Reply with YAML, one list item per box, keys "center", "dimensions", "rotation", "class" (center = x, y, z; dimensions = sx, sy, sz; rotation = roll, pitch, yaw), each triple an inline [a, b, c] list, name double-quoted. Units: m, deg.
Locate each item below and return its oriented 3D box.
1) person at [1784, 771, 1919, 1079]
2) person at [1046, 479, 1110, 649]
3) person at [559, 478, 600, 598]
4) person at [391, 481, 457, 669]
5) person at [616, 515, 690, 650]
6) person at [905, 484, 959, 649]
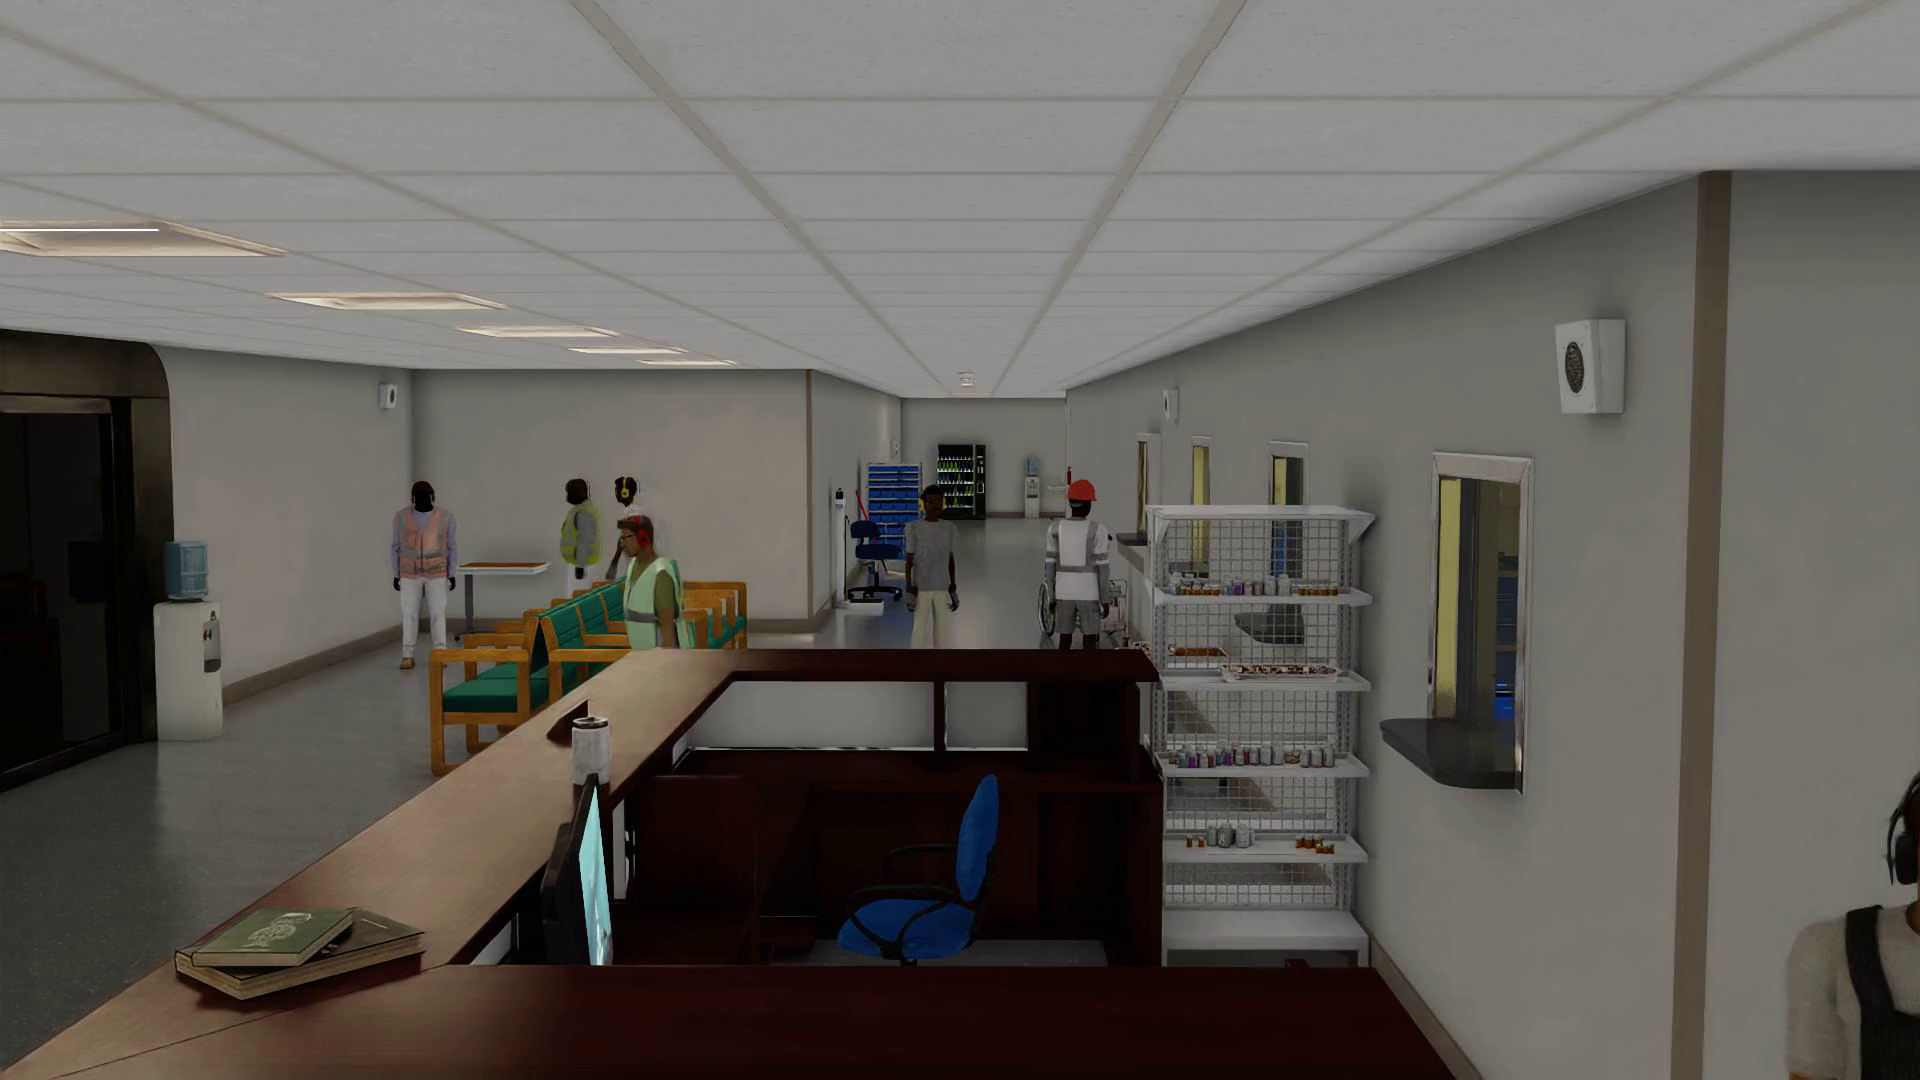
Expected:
- center: [1.705, 1.292, 2.915]
  dimensions: [0.527, 1.841, 0.330]
  rotation: [1, 4, 18]
  class: "person"
- center: [1.004, 0.457, 13.985]
  dimensions: [0.552, 1.935, 0.374]
  rotation: [2, 4, 24]
  class: "person"
- center: [-4.081, 0.230, 18.098]
  dimensions: [0.609, 1.807, 0.679]
  rotation: [-1, 4, -13]
  class: "person"
- center: [-5.241, 0.342, 16.270]
  dimensions: [0.622, 1.845, 0.429]
  rotation: [-1, 4, -13]
  class: "person"
- center: [-1.980, 0.749, 10.679]
  dimensions: [0.513, 1.815, 0.711]
  rotation: [-3, 5, -33]
  class: "person"
- center: [-0.247, 0.447, 14.599]
  dimensions: [0.508, 1.872, 0.328]
  rotation: [-2, 5, -26]
  class: "person"
